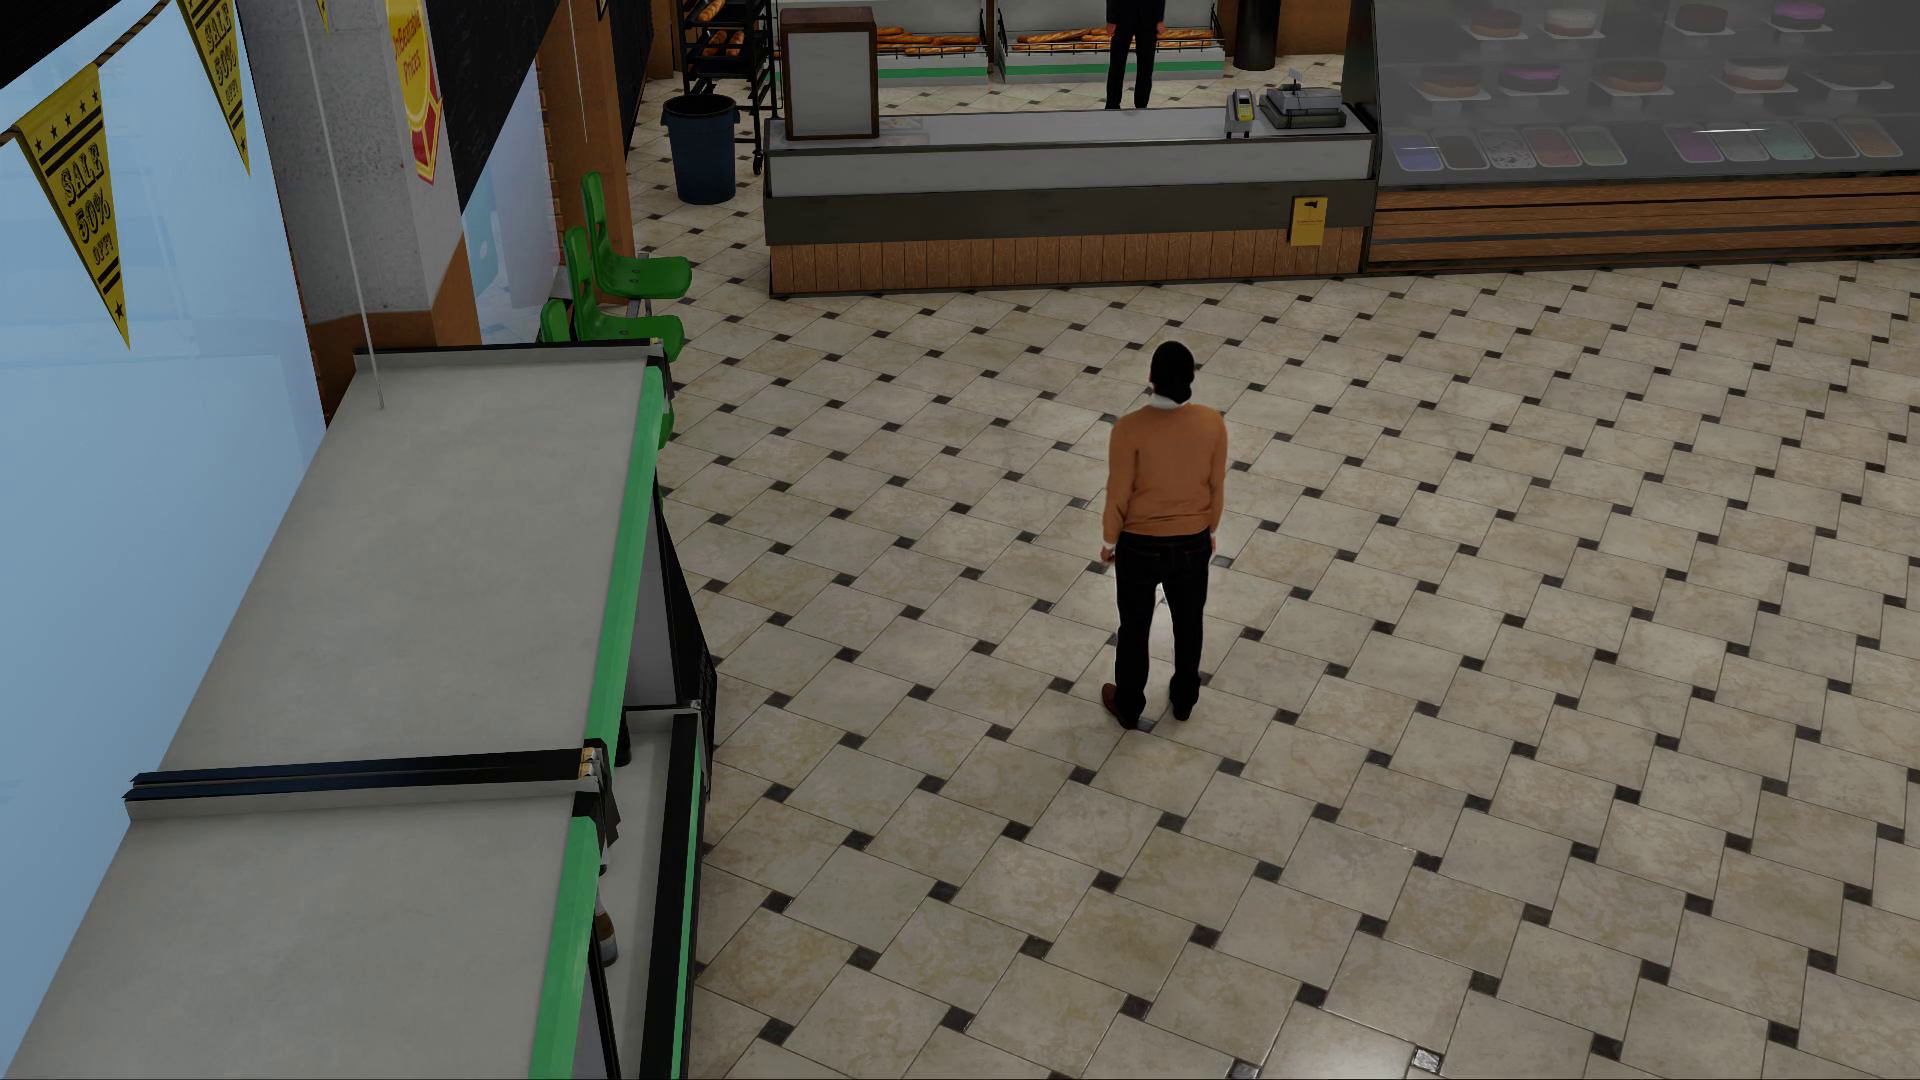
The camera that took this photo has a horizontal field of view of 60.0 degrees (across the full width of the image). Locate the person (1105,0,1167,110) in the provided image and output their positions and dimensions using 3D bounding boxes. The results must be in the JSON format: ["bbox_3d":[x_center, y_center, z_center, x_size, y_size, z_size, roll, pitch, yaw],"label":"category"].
[{"bbox_3d":[1.429,-4.235,13.461,0.629,1.866,0.551,-3,32,-4],"label":"person"}]

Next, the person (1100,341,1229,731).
[{"bbox_3d":[0.822,-0.001,6.763,0.676,1.754,0.611,-6,32,-9],"label":"person"}]
